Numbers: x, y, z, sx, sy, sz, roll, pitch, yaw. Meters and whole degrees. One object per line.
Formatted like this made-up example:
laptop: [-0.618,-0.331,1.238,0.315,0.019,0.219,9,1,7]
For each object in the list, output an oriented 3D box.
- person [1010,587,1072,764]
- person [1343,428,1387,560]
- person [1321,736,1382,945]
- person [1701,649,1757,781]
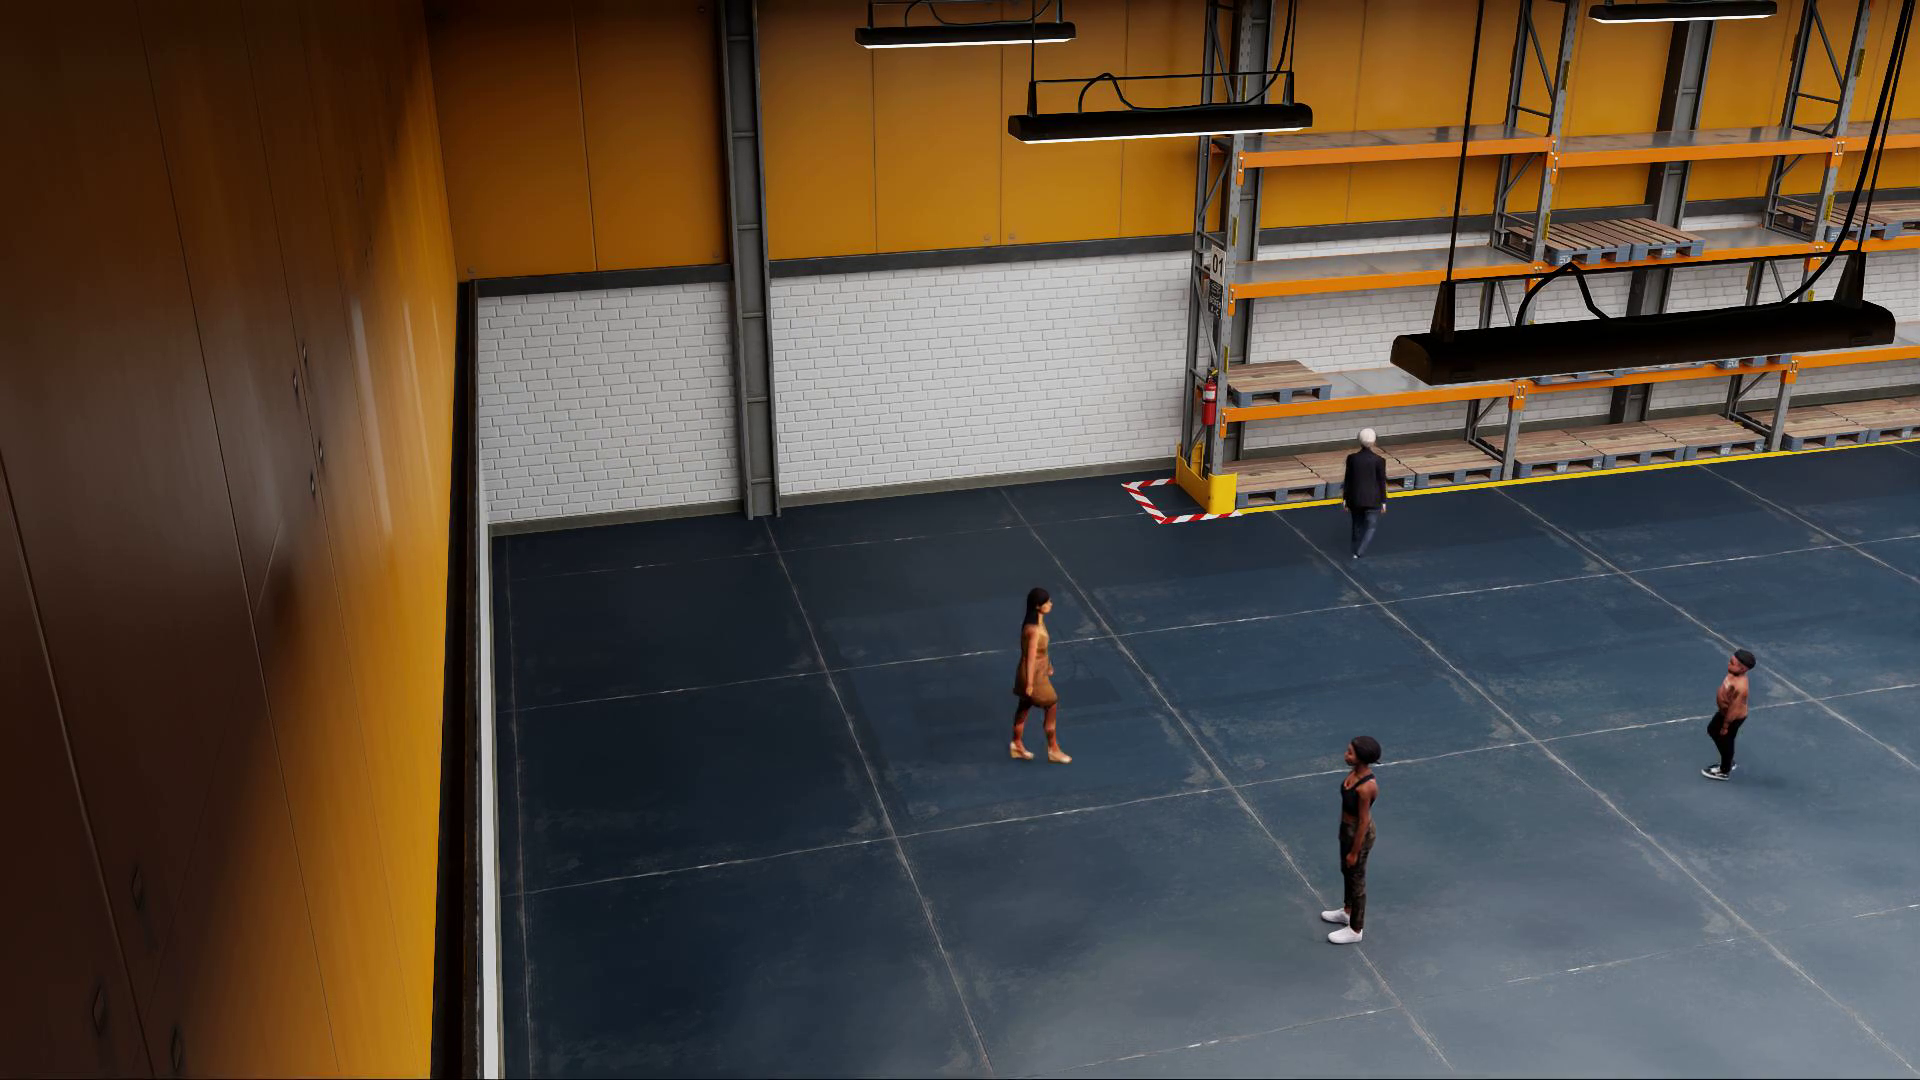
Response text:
person: [0.563,1.194,14.540,0.865,1.670,0.735,2,24,4]
person: [4.622,-0.400,18.973,1.127,1.773,1.117,14,27,28]
person: [2.908,2.185,12.237,0.618,1.700,0.644,1,24,3]
person: [6.708,1.515,14.331,0.649,1.250,0.617,8,25,17]
